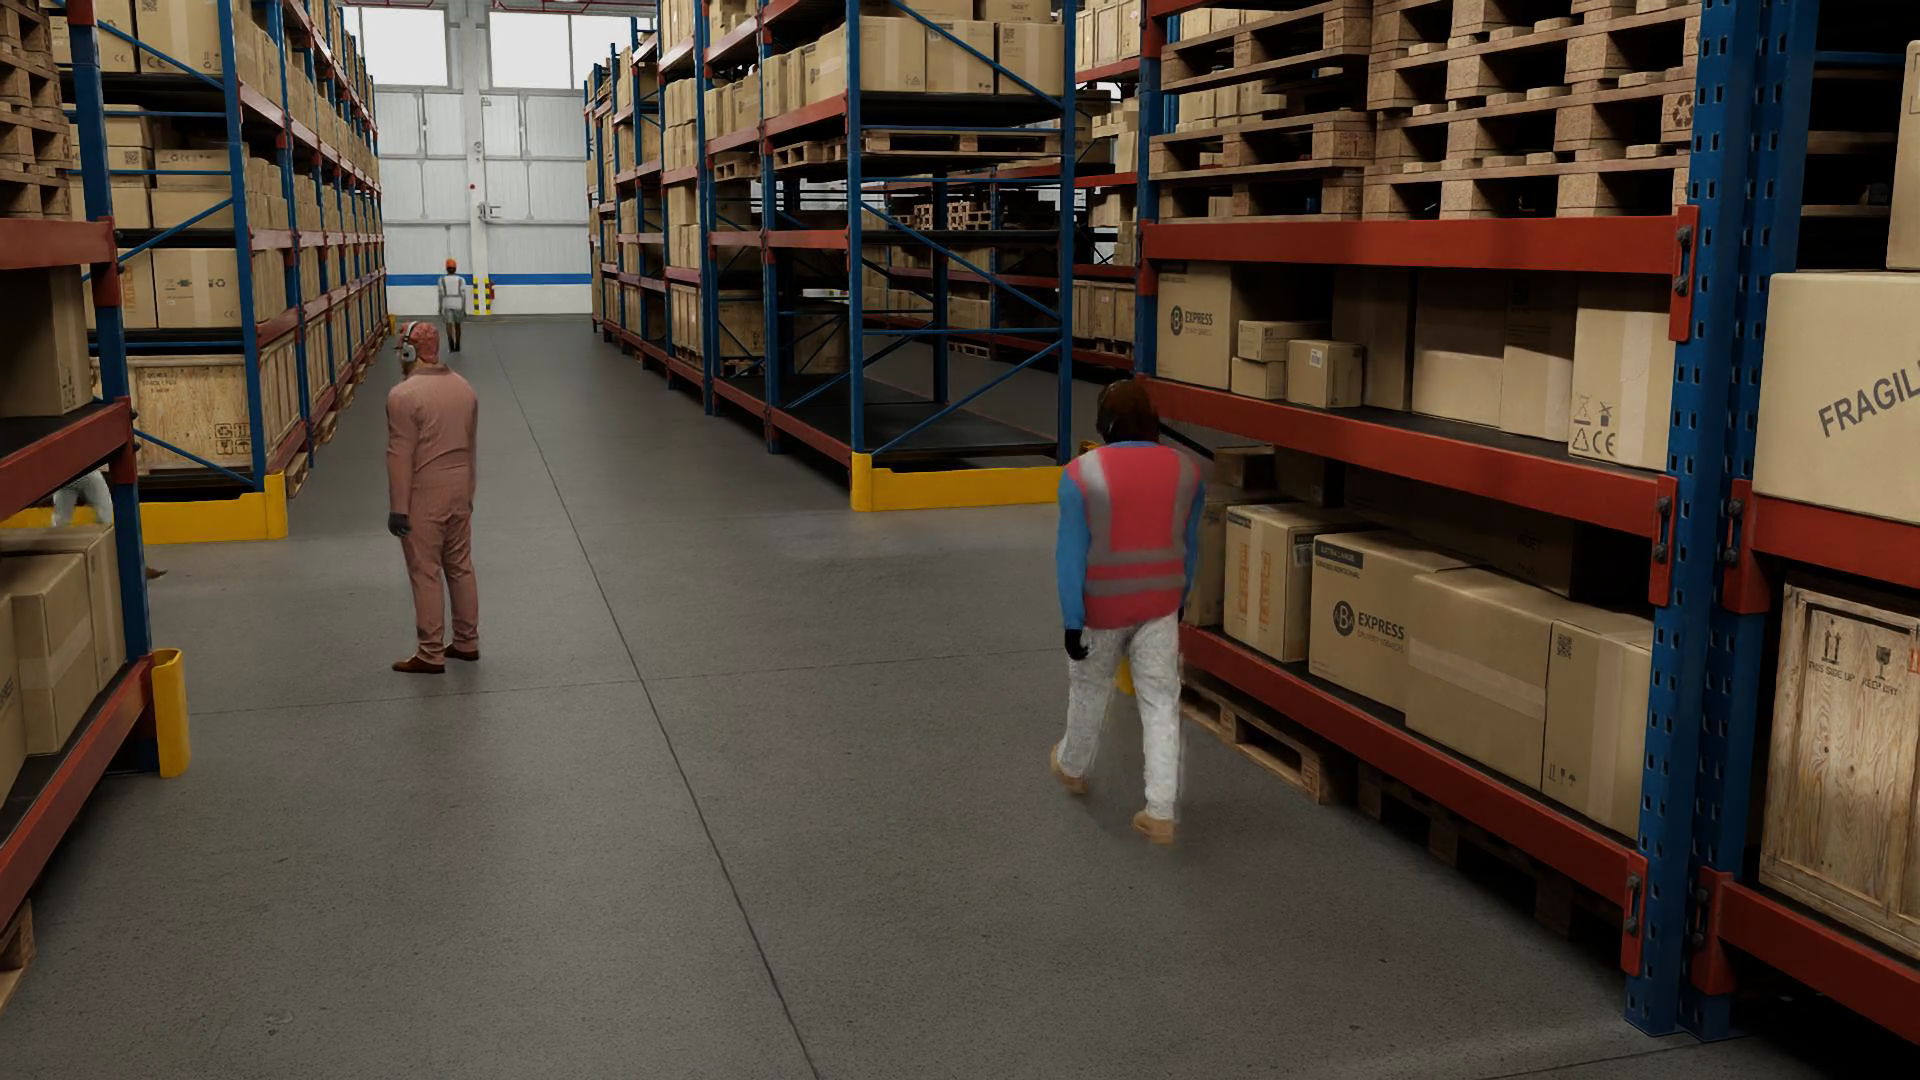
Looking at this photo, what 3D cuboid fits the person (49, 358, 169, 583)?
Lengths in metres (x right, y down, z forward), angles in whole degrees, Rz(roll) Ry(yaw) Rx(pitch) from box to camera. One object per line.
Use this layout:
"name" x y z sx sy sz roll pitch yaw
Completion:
"person" -5.727 -0.437 10.978 0.840 1.588 0.517 0 10 2

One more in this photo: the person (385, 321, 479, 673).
"person" -2.885 -0.232 9.046 0.399 1.899 0.646 4 11 20

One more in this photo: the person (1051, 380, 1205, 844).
"person" 0.653 0.255 6.683 0.638 1.789 0.984 -3 11 -15

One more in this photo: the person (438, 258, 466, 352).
"person" -10.348 -4.776 33.919 0.549 1.914 0.736 -3 11 -16

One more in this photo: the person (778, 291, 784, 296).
"person" -3.881 -4.974 35.257 0.590 1.816 0.473 -4 11 -19
